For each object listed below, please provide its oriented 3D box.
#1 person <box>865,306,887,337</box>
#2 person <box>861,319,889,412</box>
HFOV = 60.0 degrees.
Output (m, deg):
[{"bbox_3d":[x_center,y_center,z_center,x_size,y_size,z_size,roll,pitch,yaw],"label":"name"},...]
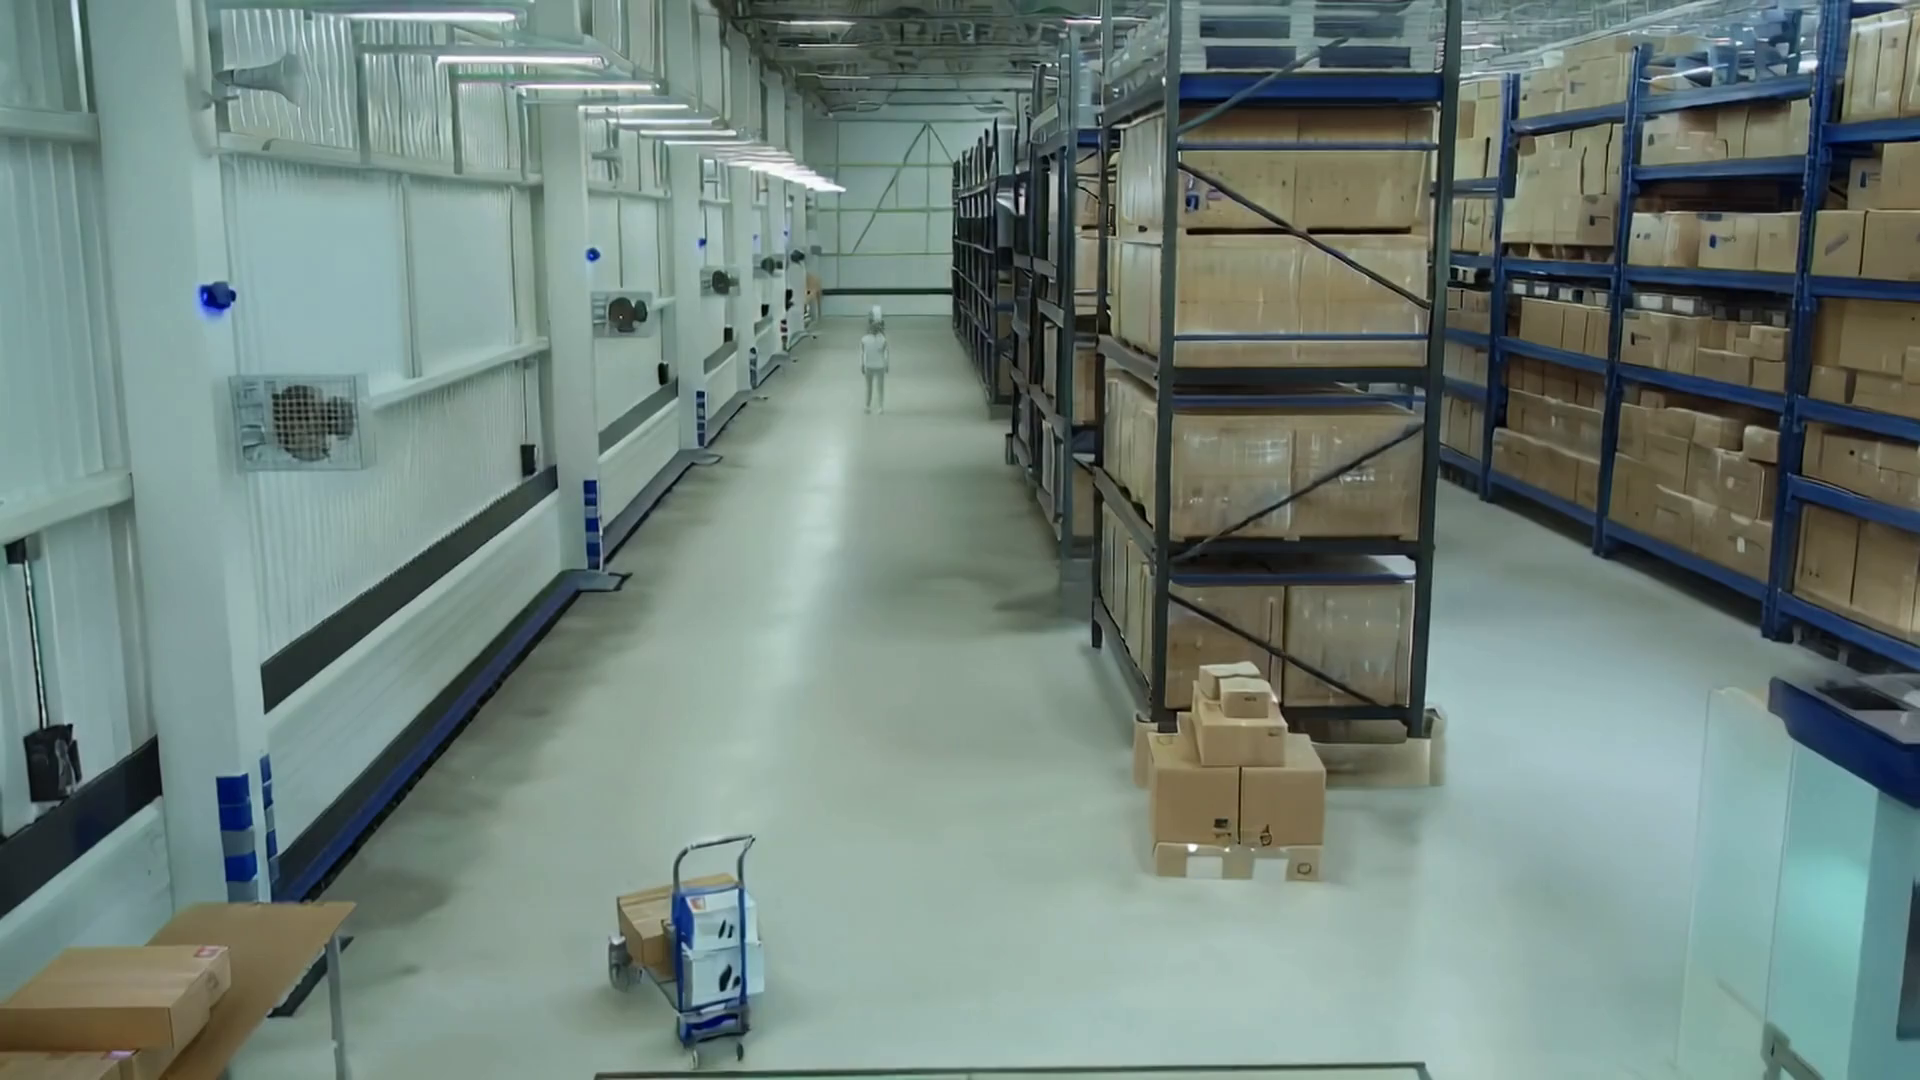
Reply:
[{"bbox_3d":[-2.159,-5.074,42.799,0.593,1.909,0.400,-3,11,-16],"label":"person"},{"bbox_3d":[-1.822,-3.730,35.591,0.615,1.988,0.402,0,11,2],"label":"person"}]
